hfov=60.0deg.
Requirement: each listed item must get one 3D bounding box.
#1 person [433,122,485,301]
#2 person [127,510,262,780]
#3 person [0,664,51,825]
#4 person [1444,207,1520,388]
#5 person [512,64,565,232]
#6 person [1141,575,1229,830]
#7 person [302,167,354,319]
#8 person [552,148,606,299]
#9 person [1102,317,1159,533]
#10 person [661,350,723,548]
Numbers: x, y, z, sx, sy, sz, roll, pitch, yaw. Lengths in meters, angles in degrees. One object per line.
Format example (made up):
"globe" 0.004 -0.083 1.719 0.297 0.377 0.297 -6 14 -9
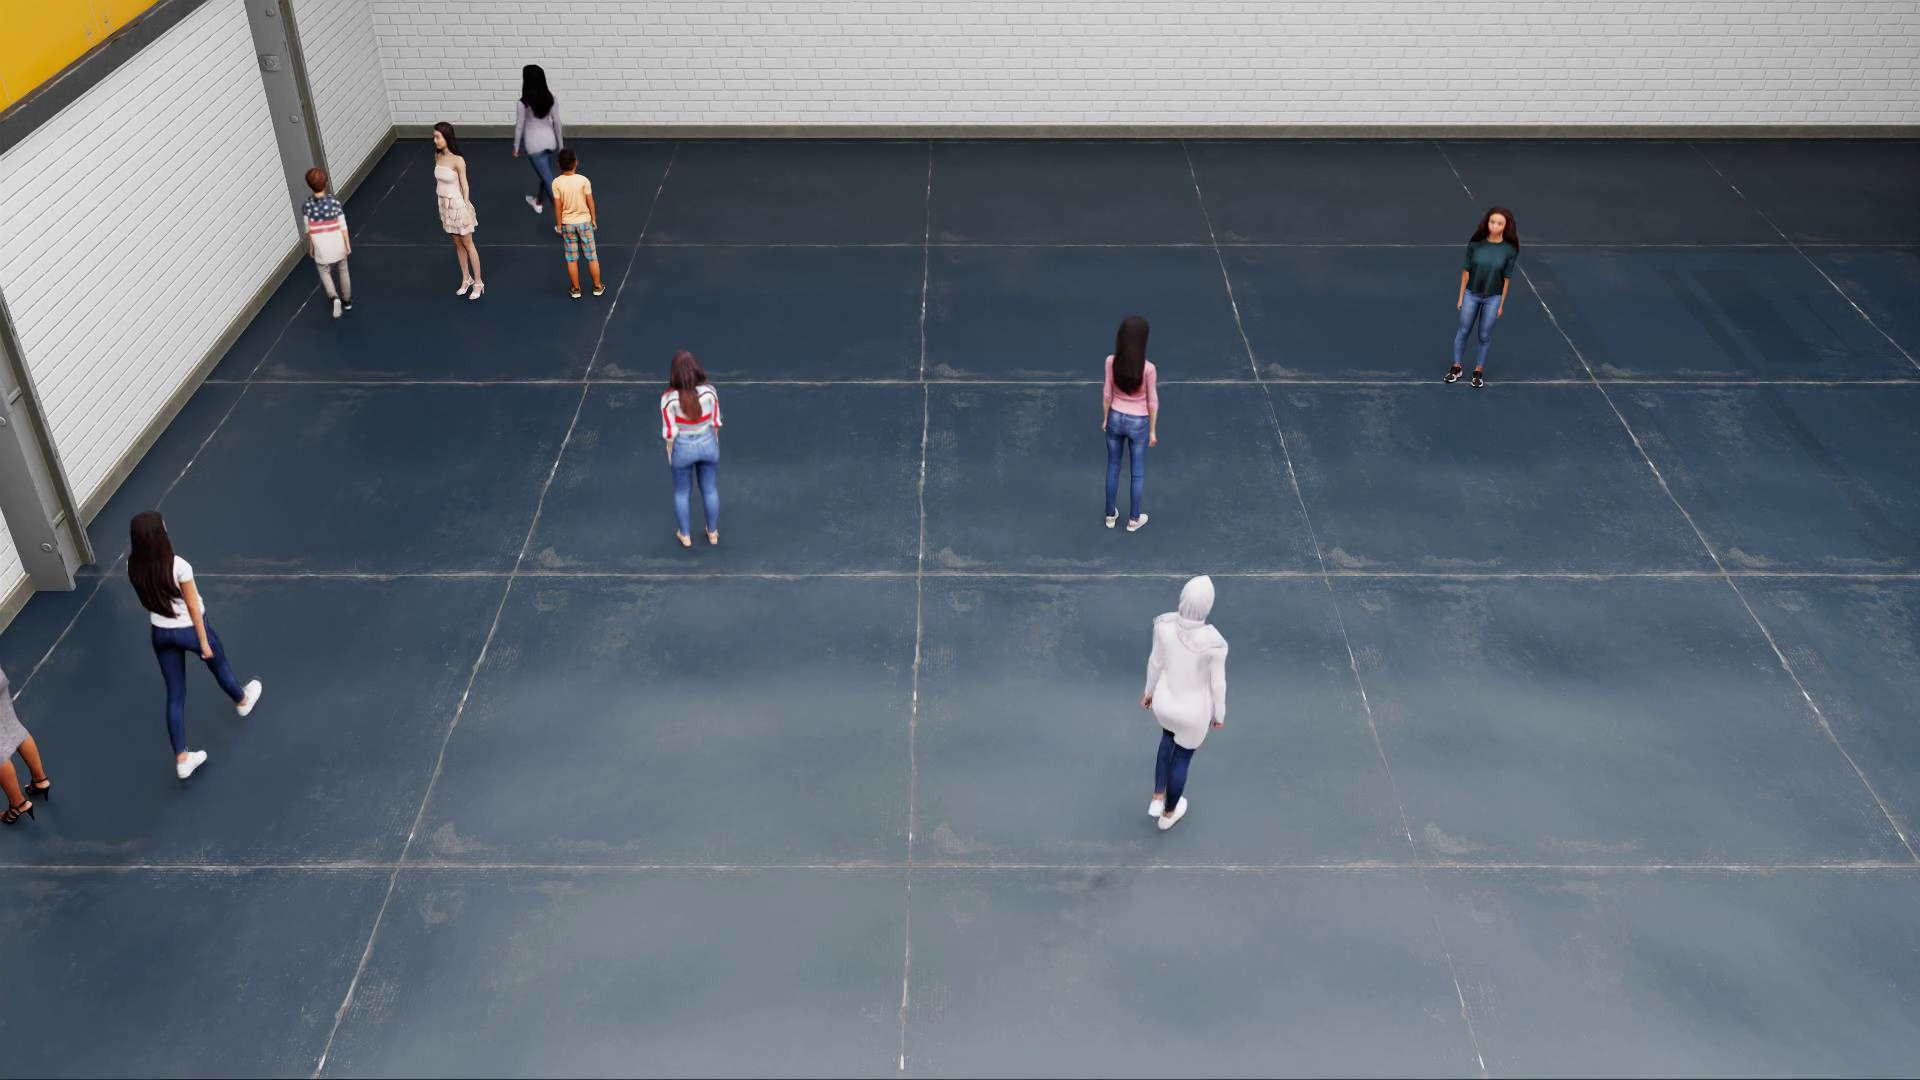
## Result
"person" -4.768 -3.124 15.787 0.657 1.736 0.690 21 39 29
"person" -4.779 0.658 10.104 0.727 1.727 1.166 5 34 8
"person" -5.705 0.901 9.691 0.688 1.781 0.520 7 34 10
"person" 4.514 -2.104 14.360 0.695 1.616 0.721 14 36 20
"person" -4.245 -3.977 17.115 1.200 1.686 1.148 28 43 35
"person" 1.235 0.997 9.556 0.756 1.769 0.792 21 39 29
"person" -5.890 -2.752 15.511 0.709 1.423 0.887 -12 36 -18
"person" -3.666 -3.029 15.893 0.562 1.461 0.541 -7 34 -11
"person" 1.248 -0.864 12.383 0.644 1.741 0.633 13 36 19
"person" -1.926 -0.659 12.192 0.675 1.609 0.663 -11 35 -16
